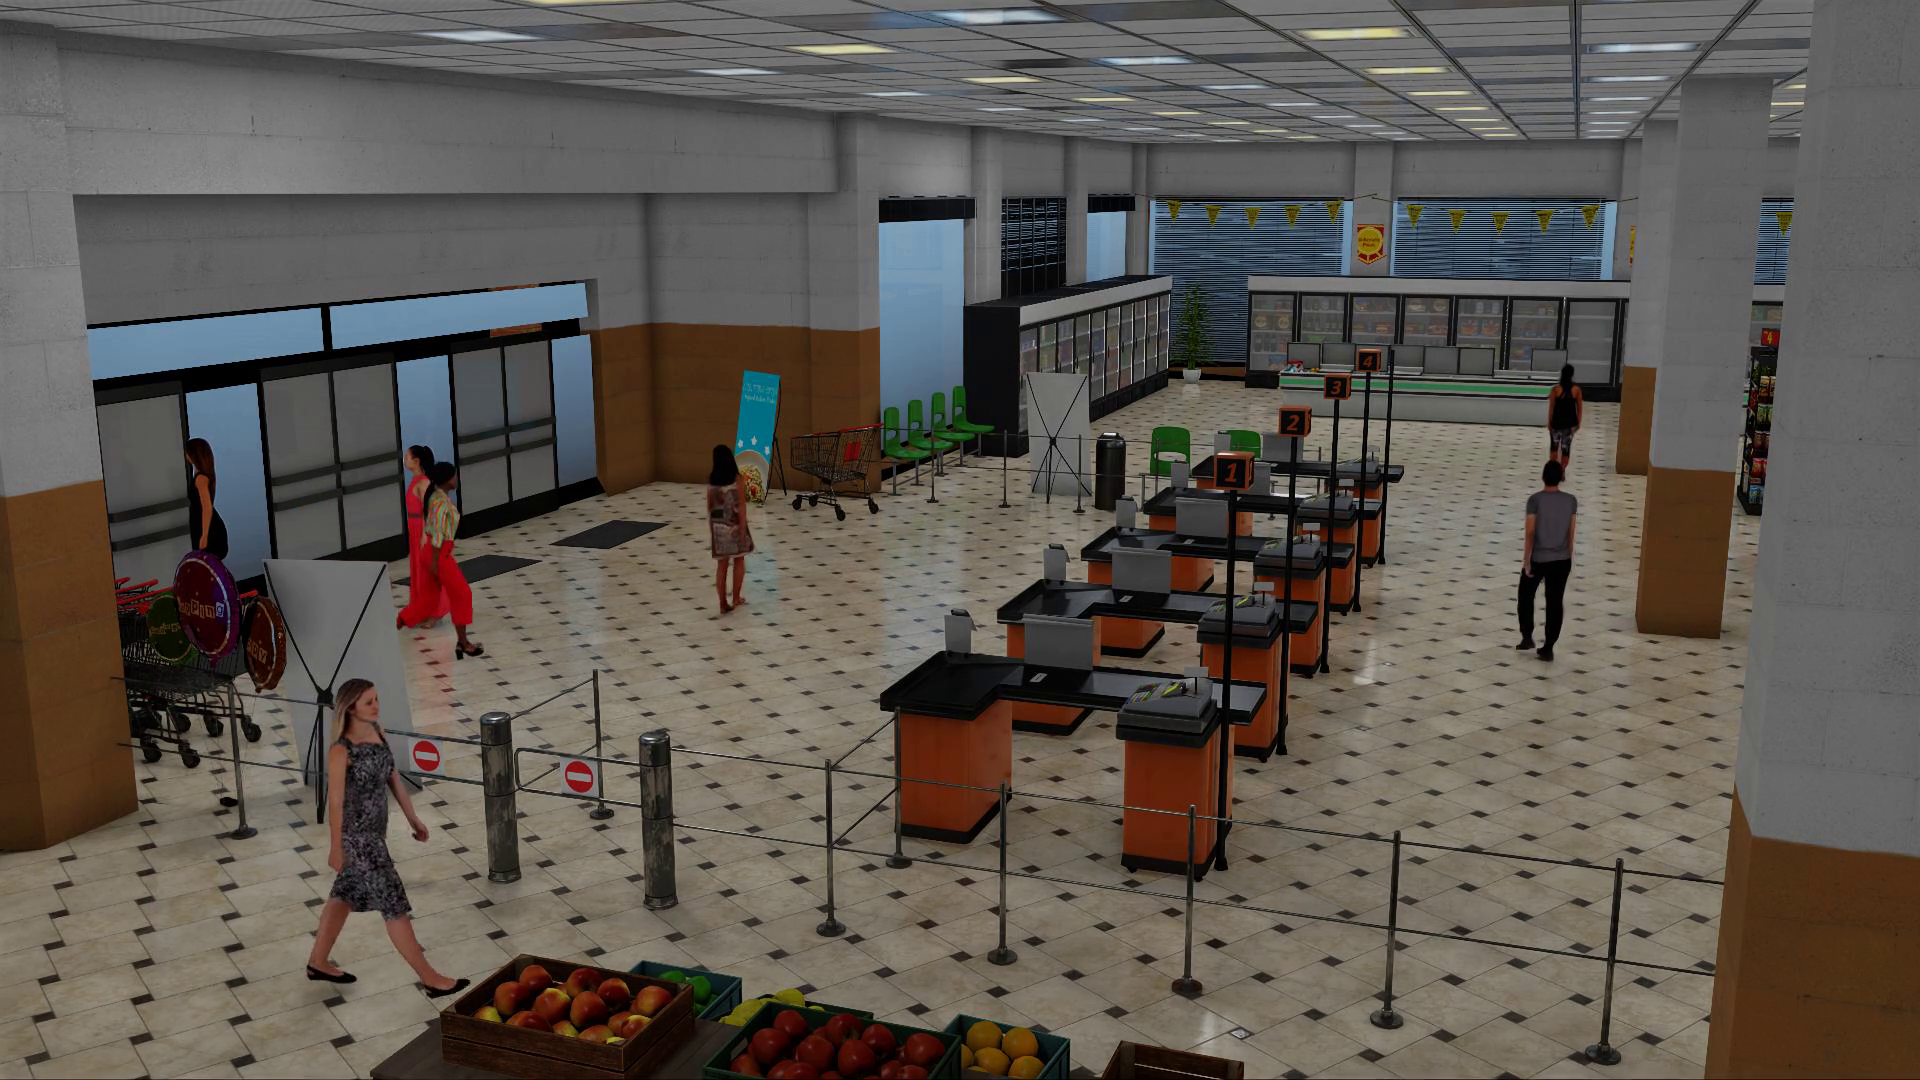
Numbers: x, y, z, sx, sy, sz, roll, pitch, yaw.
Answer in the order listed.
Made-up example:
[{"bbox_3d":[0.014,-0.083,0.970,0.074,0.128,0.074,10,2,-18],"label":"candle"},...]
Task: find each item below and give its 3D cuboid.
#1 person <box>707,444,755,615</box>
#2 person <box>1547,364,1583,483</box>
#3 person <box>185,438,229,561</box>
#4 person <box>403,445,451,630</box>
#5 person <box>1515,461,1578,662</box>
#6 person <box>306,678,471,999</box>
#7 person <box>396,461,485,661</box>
[{"bbox_3d":[-2.253,-0.081,16.041,0.742,1.602,0.721,5,13,21],"label":"person"},{"bbox_3d":[8.454,-1.628,23.276,0.742,1.649,0.688,3,12,15],"label":"person"},{"bbox_3d":[-6.863,-0.021,15.192,0.714,1.834,0.669,-4,13,-20],"label":"person"},{"bbox_3d":[-5.008,-0.034,15.520,0.773,1.726,0.704,-6,13,-28],"label":"person"},{"bbox_3d":[5.112,0.196,14.389,0.641,1.741,0.750,1,12,4],"label":"person"},{"bbox_3d":[-3.068,1.519,8.334,1.200,1.648,0.739,2,12,9],"label":"person"},{"bbox_3d":[-4.544,0.251,14.128,1.117,1.741,1.159,-7,14,-31],"label":"person"}]
